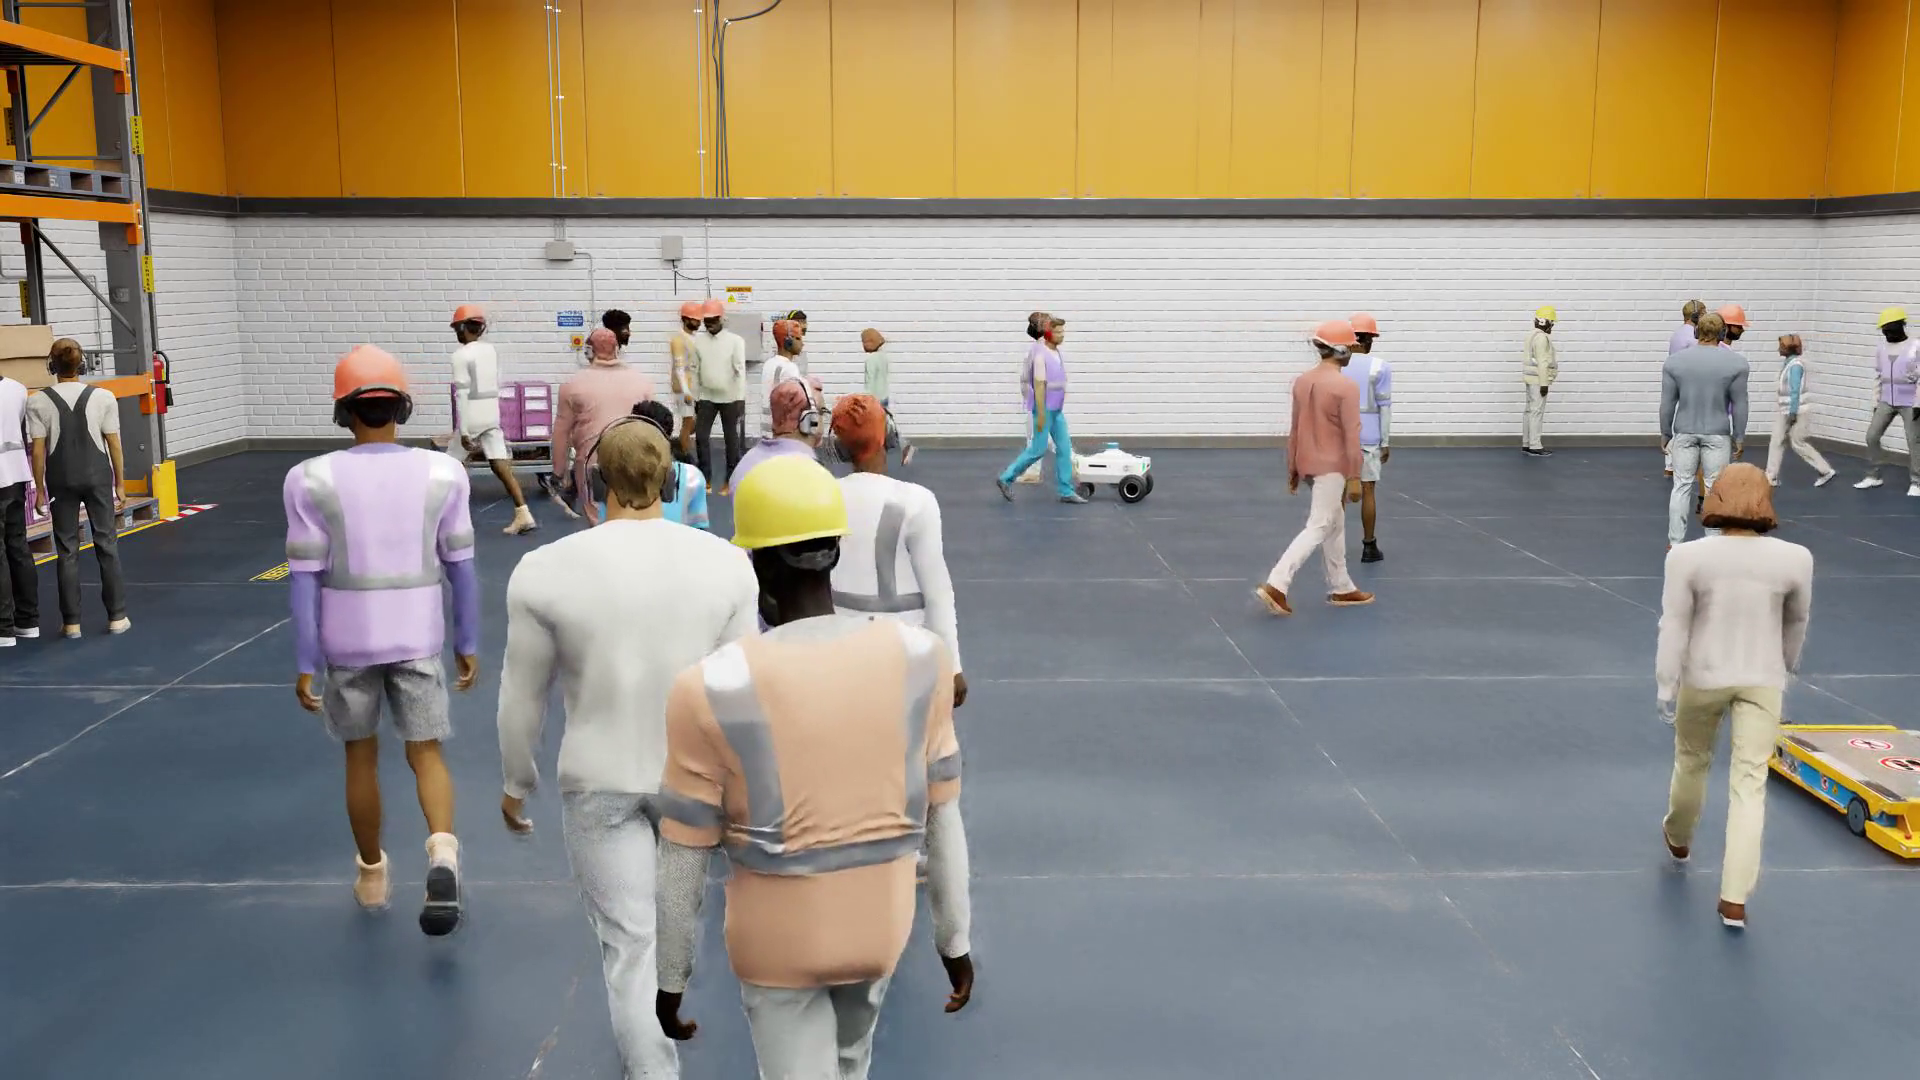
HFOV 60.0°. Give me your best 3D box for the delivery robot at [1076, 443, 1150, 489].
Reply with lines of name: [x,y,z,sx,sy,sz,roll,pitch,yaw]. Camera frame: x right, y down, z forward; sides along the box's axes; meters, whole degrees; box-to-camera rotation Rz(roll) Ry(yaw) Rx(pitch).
delivery robot: [1.499,-0.712,16.335,0.707,0.478,0.477,2,9,15]

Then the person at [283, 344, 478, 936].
person: [-1.933,0.353,5.647,0.613,2.023,0.807,-5,10,-27]

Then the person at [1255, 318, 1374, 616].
person: [2.353,-0.479,10.931,0.985,1.959,0.636,-4,10,-24]

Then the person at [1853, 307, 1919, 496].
person: [9.459,-1.394,16.788,0.499,1.886,0.643,-5,10,-26]

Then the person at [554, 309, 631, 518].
person: [-3.190,-1.118,14.950,0.979,1.925,0.617,-1,9,-4]

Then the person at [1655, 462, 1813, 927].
person: [2.753,0.513,5.962,0.499,1.579,0.894,3,10,18]

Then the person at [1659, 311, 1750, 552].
person: [5.783,-0.805,12.958,0.635,1.937,0.354,6,11,32]

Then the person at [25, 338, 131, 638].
person: [-5.427,-0.317,10.250,0.504,1.847,0.345,-5,11,-28]

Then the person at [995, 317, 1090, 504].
person: [0.794,-1.248,16.075,0.867,1.818,0.576,4,10,23]

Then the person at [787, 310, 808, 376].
person: [-1.837,-1.568,17.973,0.778,1.840,0.535,3,10,20]

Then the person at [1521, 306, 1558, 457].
person: [7.041,-1.928,20.201,0.403,1.822,0.588,1,9,4]

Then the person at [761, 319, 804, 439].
person: [-1.339,-0.745,12.759,0.337,1.882,0.584,-5,10,-27]

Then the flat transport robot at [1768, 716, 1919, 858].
flat transport robot: [3.910,1.007,6.950,0.652,0.197,1.431,0,9,2]

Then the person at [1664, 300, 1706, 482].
person: [7.794,-1.597,17.819,0.372,1.940,0.631,0,9,0]

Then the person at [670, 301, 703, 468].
person: [-3.040,-1.703,18.548,0.536,1.910,0.574,3,10,18]

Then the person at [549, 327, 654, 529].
person: [-2.447,-0.486,11.228,0.646,1.871,0.867,-7,12,-36]

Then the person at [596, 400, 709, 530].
person: [-1.410,0.180,7.763,0.537,1.668,0.817,-5,11,-30]

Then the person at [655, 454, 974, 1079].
person: [-0.332,0.772,3.394,0.626,1.897,0.759,-5,11,-28]

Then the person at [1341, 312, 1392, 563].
person: [3.066,-0.790,12.888,0.544,1.933,0.376,5,10,27]

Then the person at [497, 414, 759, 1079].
person: [-0.874,0.617,4.380,0.652,1.887,1.005,-4,10,-24]

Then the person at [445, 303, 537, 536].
person: [-4.077,-1.011,14.145,1.064,1.988,0.597,5,10,27]

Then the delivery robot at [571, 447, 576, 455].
delivery robot: [-3.661,-0.862,17.253,0.707,0.478,0.477,-3,10,-15]

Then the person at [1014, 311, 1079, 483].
person: [0.925,-1.481,17.453,0.668,1.829,0.624,1,9,6]

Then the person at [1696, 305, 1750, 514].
person: [7.022,-1.187,15.314,0.364,1.934,0.552,5,11,29]

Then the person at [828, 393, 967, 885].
person: [-0.291,0.412,5.785,0.597,1.844,0.784,7,12,38]

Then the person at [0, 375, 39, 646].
person: [-5.815,-0.313,10.004,0.391,1.920,0.593,1,9,5]

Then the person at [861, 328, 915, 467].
person: [-0.859,-1.577,18.713,0.633,1.609,0.539,3,10,20]

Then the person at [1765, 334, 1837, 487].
person: [8.655,-1.323,17.133,0.713,1.609,0.520,1,9,8]

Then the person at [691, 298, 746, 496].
person: [-2.425,-1.402,16.525,0.636,1.971,0.684,3,10,15]

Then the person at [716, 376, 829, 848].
person: [-0.714,0.285,6.544,1.009,1.860,0.652,-8,12,-39]
